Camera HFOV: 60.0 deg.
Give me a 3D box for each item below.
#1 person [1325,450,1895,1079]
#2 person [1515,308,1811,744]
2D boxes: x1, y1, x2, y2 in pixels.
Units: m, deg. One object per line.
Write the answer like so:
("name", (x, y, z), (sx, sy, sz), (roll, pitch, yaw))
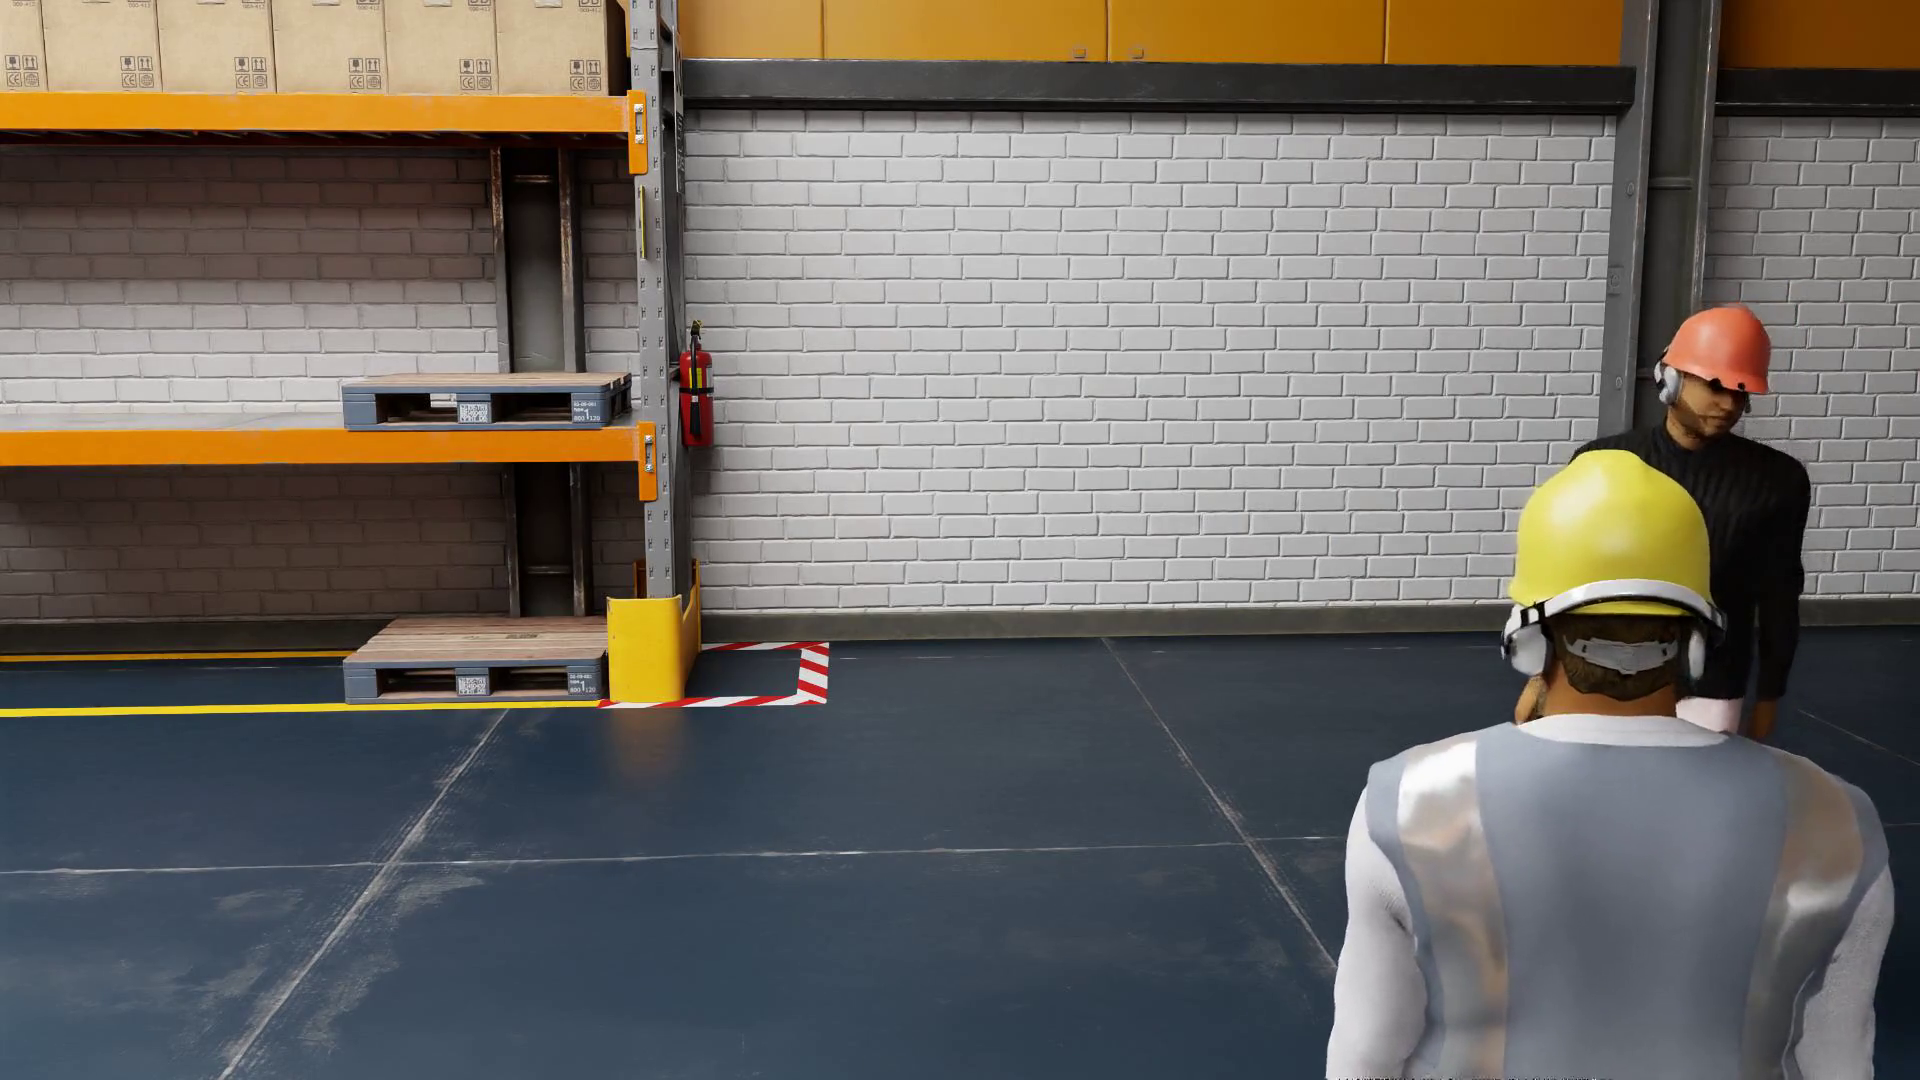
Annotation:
("person", (0.730, 0.807, 1.970), (0.598, 1.824, 0.403), (2, 9, 11))
("person", (1.804, 0.376, 4.314), (0.643, 1.923, 1.055), (5, 10, 28))
